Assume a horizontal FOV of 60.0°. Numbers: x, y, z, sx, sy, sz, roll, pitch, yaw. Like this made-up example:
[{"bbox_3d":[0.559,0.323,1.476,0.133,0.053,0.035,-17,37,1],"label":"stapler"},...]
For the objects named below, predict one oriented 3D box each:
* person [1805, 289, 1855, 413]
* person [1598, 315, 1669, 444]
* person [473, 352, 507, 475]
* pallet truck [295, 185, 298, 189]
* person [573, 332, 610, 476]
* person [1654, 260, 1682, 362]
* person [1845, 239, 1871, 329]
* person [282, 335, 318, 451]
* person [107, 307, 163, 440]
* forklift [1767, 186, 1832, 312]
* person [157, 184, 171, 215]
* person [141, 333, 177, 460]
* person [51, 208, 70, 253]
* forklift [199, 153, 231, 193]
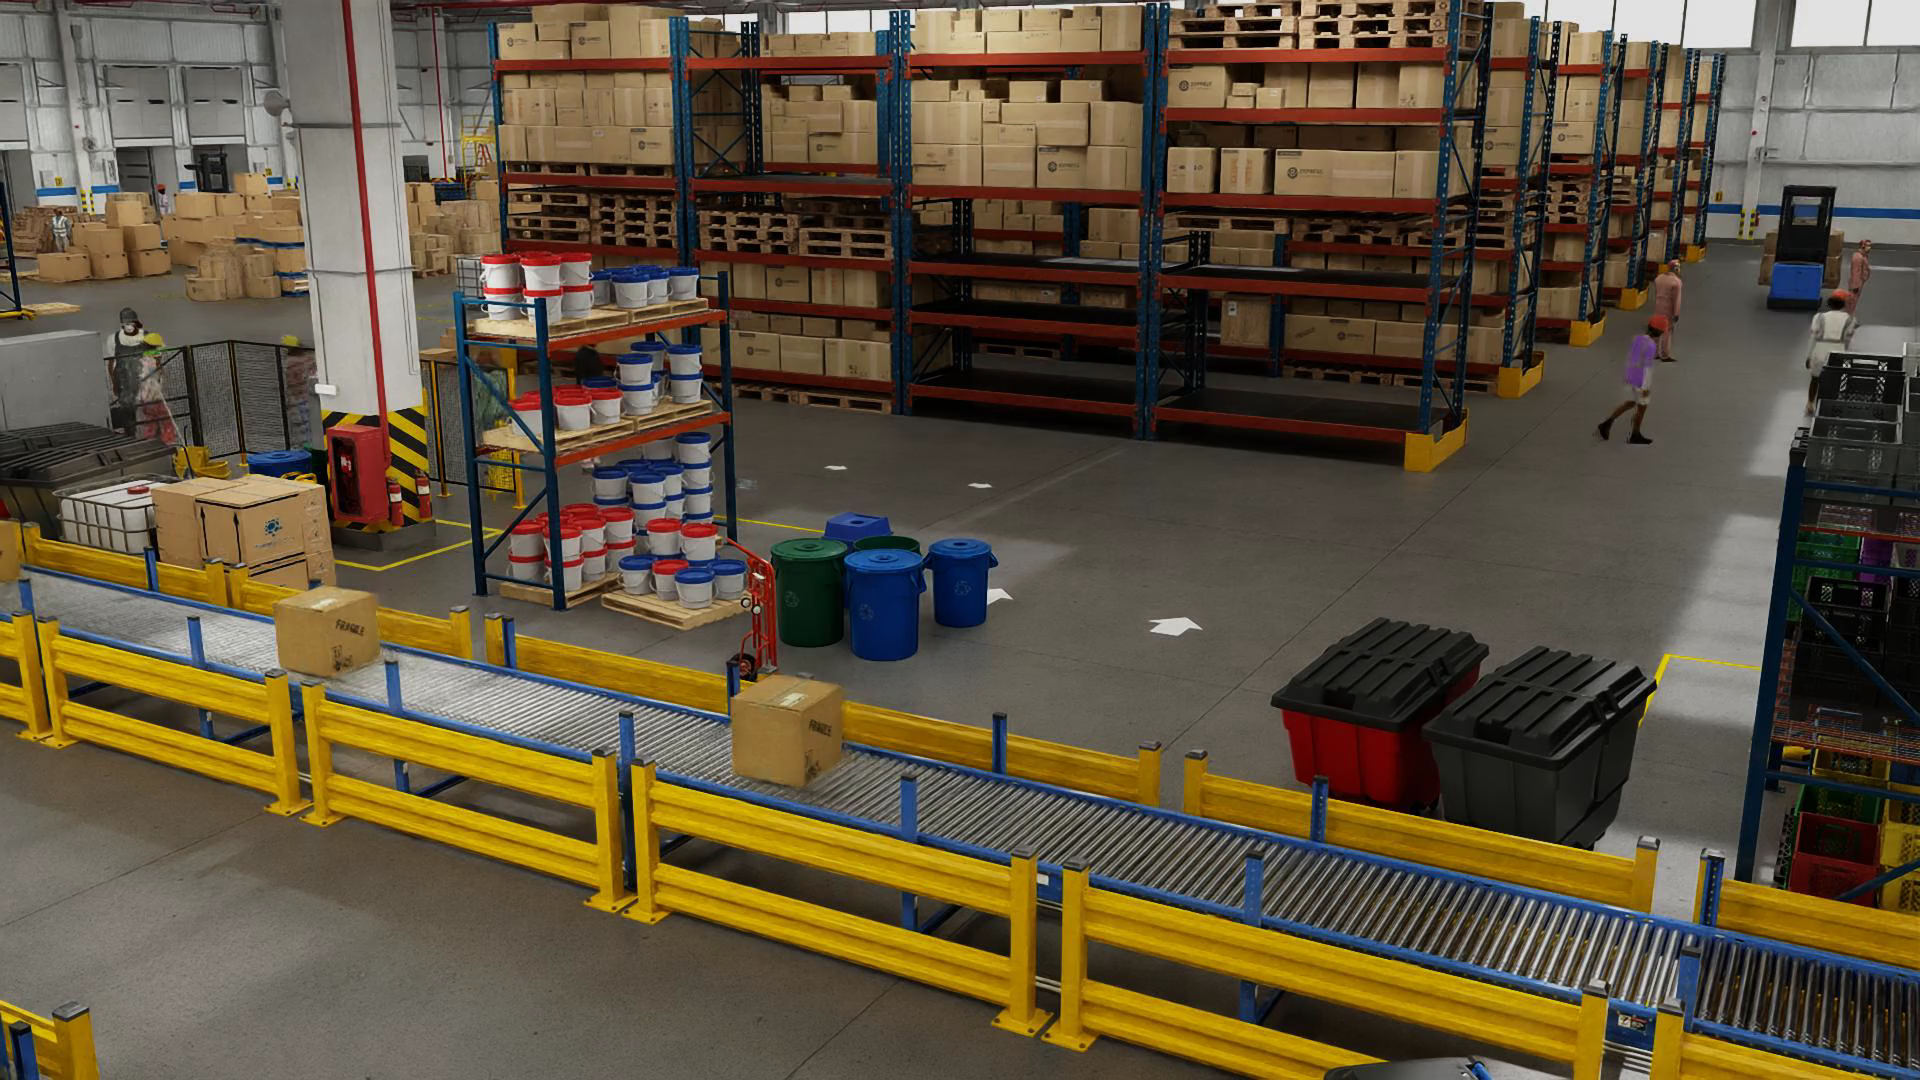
[{"bbox_3d":[13.288,-2.834,25.463,0.606,1.978,1.079,6,16,22],"label":"person"},{"bbox_3d":[9.527,-2.254,23.480,0.727,1.886,0.623,-1,15,-5],"label":"person"},{"bbox_3d":[-6.148,-1.639,21.674,0.339,1.624,0.504,6,16,22],"label":"person"},{"bbox_3d":[-26.804,-14.617,69.738,1.885,1.965,0.823,-14,20,-42],"label":"pallet truck"},{"bbox_3d":[-4.821,-1.850,21.747,0.378,1.996,0.611,2,15,8],"label":"person"},{"bbox_3d":[13.235,-4.284,31.089,0.400,1.902,0.642,-5,16,-18],"label":"person"},{"bbox_3d":[19.236,-5.483,35.603,0.397,1.900,0.644,9,17,31],"label":"person"},{"bbox_3d":[-8.919,-1.923,22.555,0.826,1.706,0.594,6,16,20],"label":"person"},{"bbox_3d":[-11.357,-2.190,22.941,0.678,2.000,0.537,-6,16,-20],"label":"person"},{"bbox_3d":[19.588,-6.810,38.702,1.129,2.768,1.873,8,17,27],"label":"forklift"},{"bbox_3d":[-27.468,-11.317,57.445,0.351,1.941,0.545,-10,18,-33],"label":"person"},{"bbox_3d":[-10.807,-1.918,22.483,0.656,1.732,0.542,-10,18,-33],"label":"person"},{"bbox_3d":[-26.783,-9.055,49.544,0.538,1.640,0.347,0,15,1],"label":"person"},{"bbox_3d":[-27.440,-12.865,61.464,1.873,2.768,1.129,8,17,28],"label":"forklift"}]
